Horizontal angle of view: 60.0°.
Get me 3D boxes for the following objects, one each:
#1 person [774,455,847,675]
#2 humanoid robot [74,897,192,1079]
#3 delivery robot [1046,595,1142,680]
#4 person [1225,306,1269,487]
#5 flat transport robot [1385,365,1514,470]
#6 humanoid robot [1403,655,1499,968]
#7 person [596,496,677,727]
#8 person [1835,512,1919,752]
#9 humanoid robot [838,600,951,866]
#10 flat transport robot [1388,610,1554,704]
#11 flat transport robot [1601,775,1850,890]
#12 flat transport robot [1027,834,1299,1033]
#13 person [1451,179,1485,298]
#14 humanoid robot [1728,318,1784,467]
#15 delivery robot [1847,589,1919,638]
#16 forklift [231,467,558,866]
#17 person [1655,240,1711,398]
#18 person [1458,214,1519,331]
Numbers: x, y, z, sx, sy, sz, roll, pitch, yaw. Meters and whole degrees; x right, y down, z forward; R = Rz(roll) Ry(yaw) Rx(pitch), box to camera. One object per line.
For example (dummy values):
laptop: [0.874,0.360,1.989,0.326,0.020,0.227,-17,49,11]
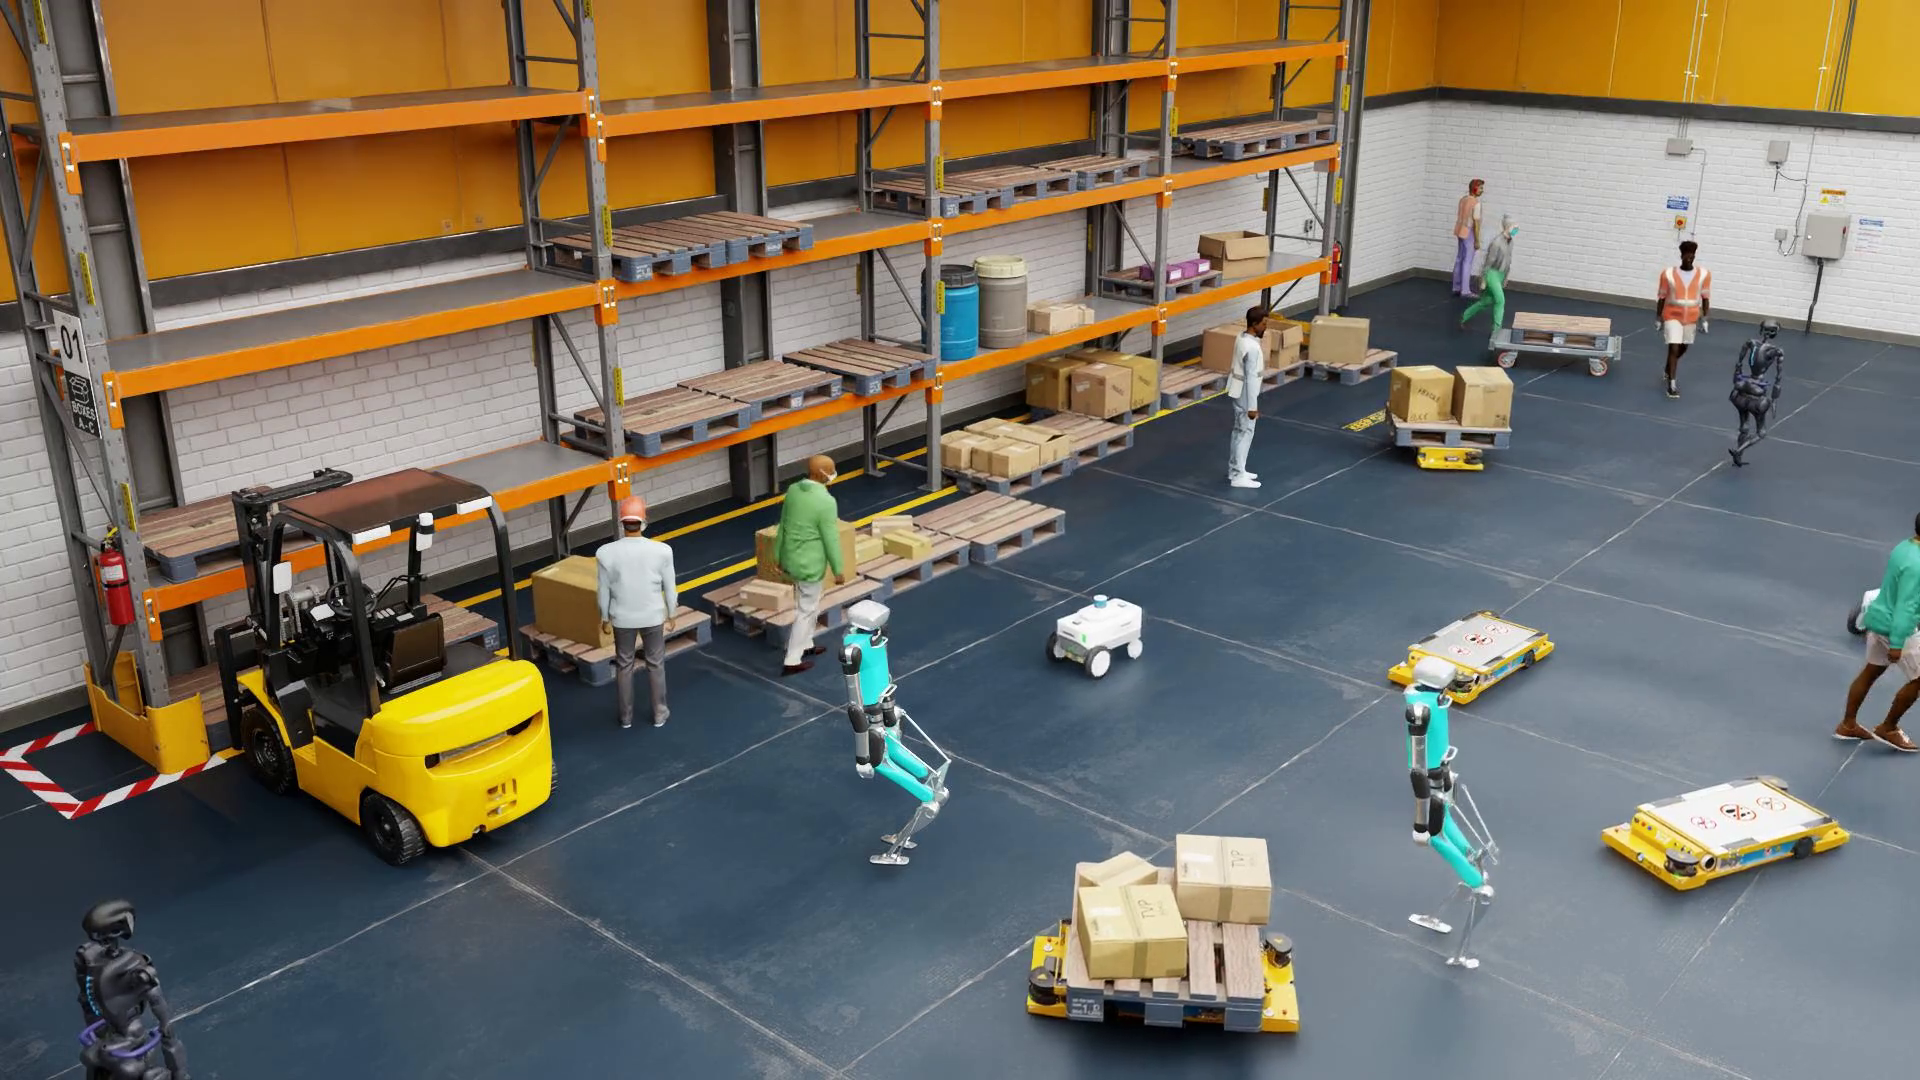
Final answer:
person: [-1.167,0.188,12.900,0.628,1.743,0.563,-16,25,-36]
humanoid robot: [-3.656,2.285,7.392,0.586,1.627,0.763,9,22,22]
delivery robot: [1.094,0.721,13.146,0.747,0.568,0.499,-17,26,-39]
person: [2.962,-1.480,17.204,0.410,1.907,0.596,-1,20,-2]
flat transport robot: [5.365,-1.072,18.455,0.659,0.231,1.431,3,20,7]
humanoid robot: [2.828,1.539,9.289,0.800,1.794,0.531,10,22,24]
person: [-2.325,0.522,12.011,0.568,1.741,0.350,-3,21,-9]
person: [6.593,0.624,11.608,0.640,1.823,0.620,6,21,16]
humanoid robot: [-0.334,1.189,10.016,0.735,1.677,0.533,7,21,18]
flat transport robot: [4.040,0.908,13.092,1.431,0.231,0.659,-19,27,-41]
flat transport robot: [4.866,1.845,10.552,1.431,0.231,0.659,-9,22,-22]
flat transport robot: [1.104,2.381,9.099,1.431,0.231,0.659,2,20,6]
person: [7.964,-4.734,26.111,0.393,1.839,0.563,-4,21,-12]
humanoid robot: [8.420,-1.558,17.752,0.500,1.647,0.612,-10,22,-25]
delivery robot: [7.704,0.580,13.587,0.784,0.608,0.499,-9,22,-22]
forklift: [-3.730,0.710,10.856,2.313,2.155,1.214,17,26,38]
person: [8.993,-2.810,20.778,0.612,1.922,0.953,3,20,7]
person: [7.509,-3.756,23.536,0.845,1.801,0.520,17,26,39]
